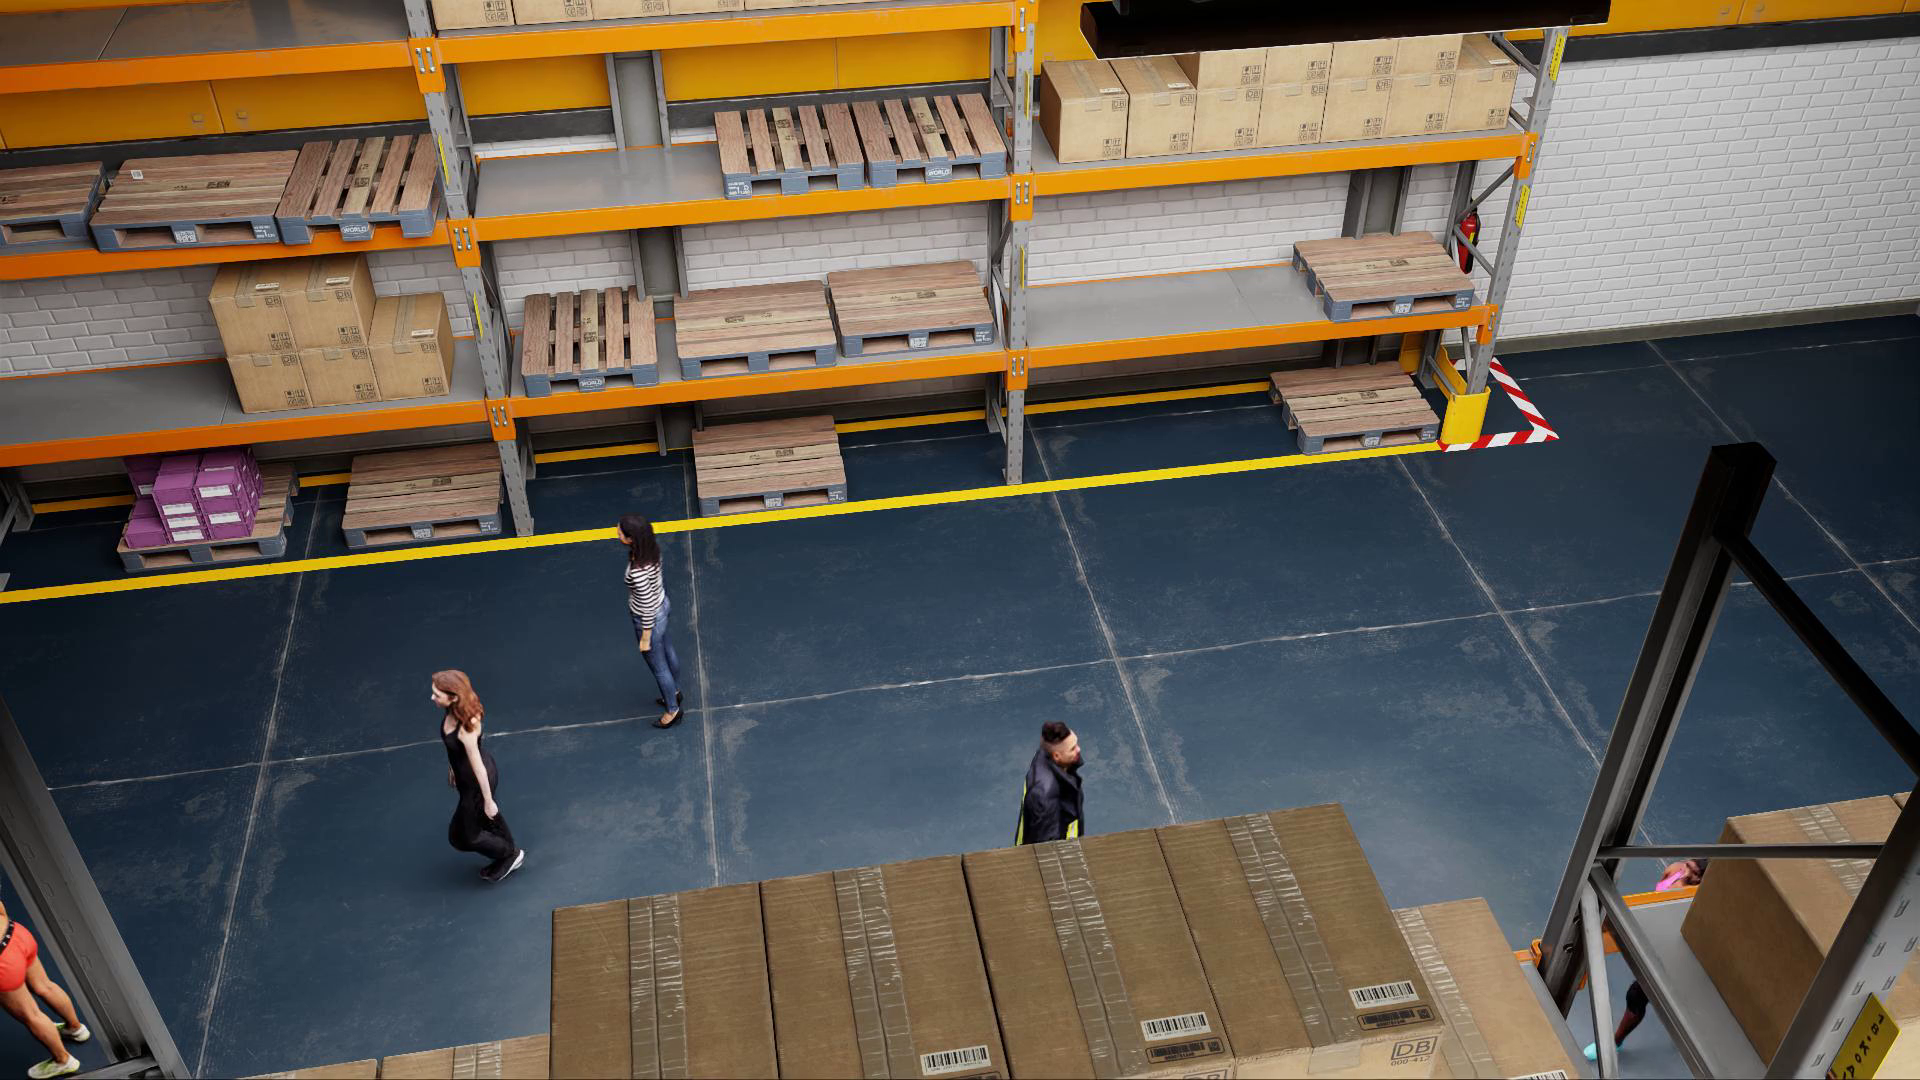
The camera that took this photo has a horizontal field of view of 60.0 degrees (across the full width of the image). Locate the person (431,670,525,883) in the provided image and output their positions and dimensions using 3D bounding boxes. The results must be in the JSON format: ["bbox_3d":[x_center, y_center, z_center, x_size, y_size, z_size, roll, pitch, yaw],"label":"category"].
[{"bbox_3d":[-2.854,1.424,10.109,0.753,1.734,0.716,-21,43,-24],"label":"person"}]

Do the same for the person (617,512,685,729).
[{"bbox_3d":[-2.066,0.543,11.164,0.572,1.795,0.635,1,39,1],"label":"person"}]

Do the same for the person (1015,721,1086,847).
[{"bbox_3d":[0.450,1.732,9.637,1.059,1.842,0.959,10,40,12],"label":"person"}]

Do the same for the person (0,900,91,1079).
[{"bbox_3d":[-5.180,2.259,9.025,0.569,1.782,0.600,-2,39,-3],"label":"person"}]

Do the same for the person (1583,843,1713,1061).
[{"bbox_3d":[3.967,2.223,9.141,1.088,1.694,0.588,-10,40,-12],"label":"person"}]
